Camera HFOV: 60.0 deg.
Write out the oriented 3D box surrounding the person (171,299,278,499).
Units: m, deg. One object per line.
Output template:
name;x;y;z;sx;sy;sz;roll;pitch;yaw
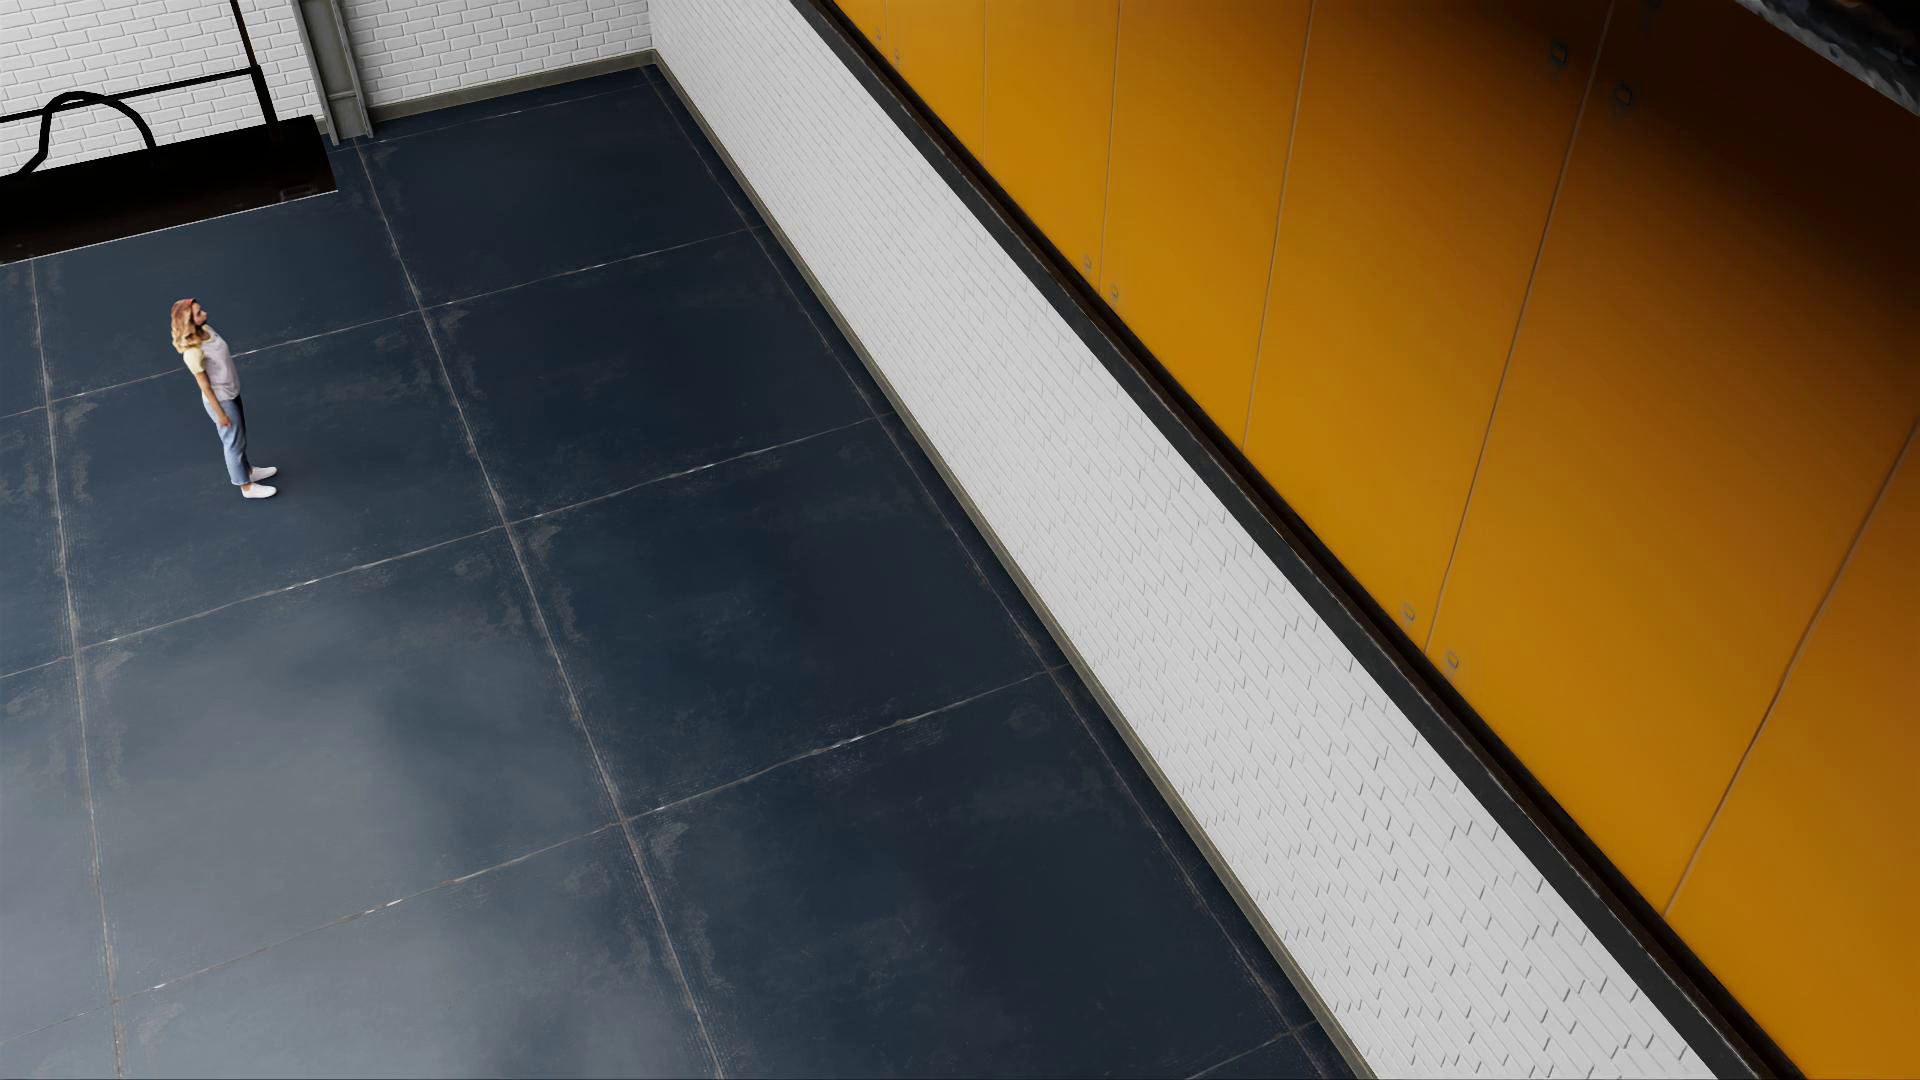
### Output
person;-5.376;-1.030;12.089;0.594;1.723;0.655;-11;45;-12
